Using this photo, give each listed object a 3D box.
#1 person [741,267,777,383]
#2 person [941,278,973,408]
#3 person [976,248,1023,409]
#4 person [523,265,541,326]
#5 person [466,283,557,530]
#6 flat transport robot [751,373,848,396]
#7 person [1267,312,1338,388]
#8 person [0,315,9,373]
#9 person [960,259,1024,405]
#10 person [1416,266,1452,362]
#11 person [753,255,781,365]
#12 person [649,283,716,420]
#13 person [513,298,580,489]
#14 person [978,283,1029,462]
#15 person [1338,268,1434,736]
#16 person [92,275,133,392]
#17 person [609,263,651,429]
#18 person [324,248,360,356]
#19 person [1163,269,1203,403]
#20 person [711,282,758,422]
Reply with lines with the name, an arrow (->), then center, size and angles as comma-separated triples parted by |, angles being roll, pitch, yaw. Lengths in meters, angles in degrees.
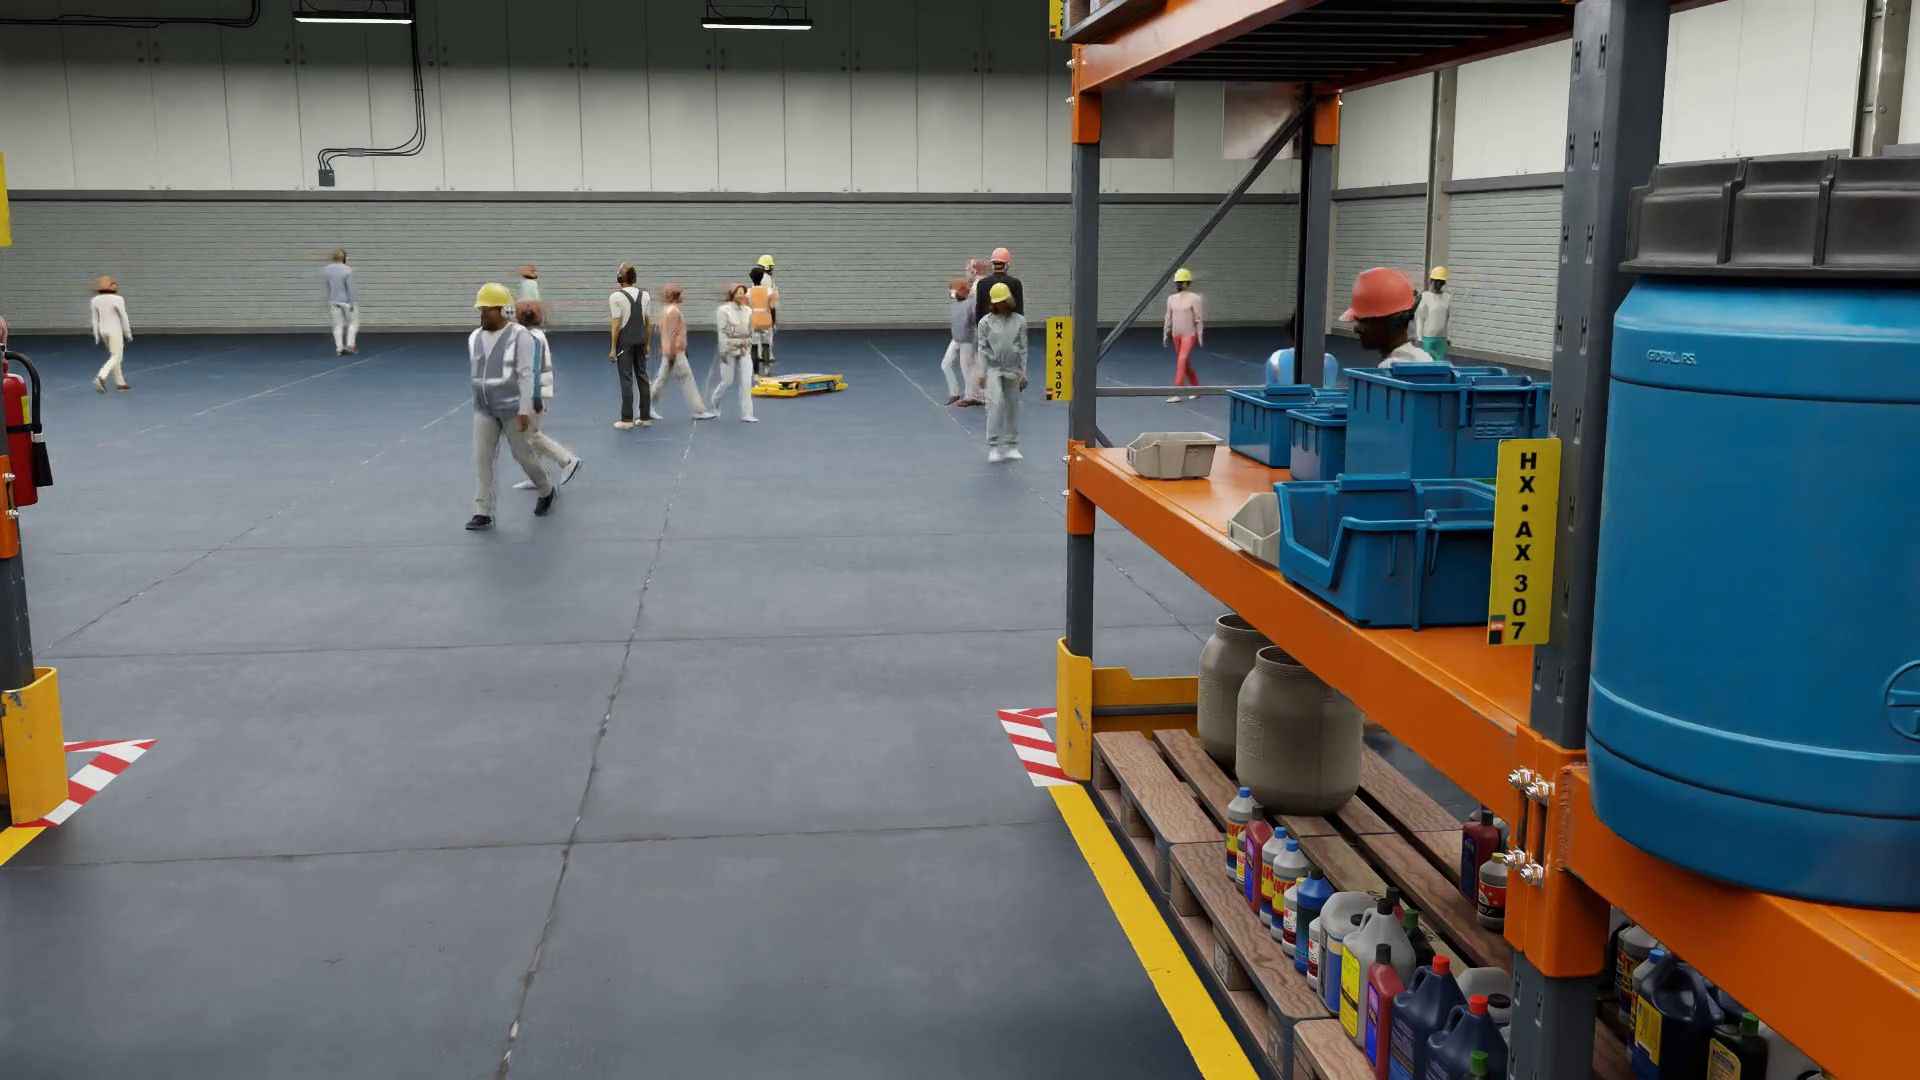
person -> -2.975, -3.159, 24.441 | 0.552, 1.682, 0.436 | -3, 11, -15
person -> -0.022, -2.447, 20.736 | 0.487, 1.611, 0.498 | -6, 12, -29
person -> 0.498, -2.598, 20.534 | 0.612, 1.996, 0.387 | 4, 11, 21
person -> -7.918, -4.247, 30.595 | 0.652, 1.613, 0.507 | -7, 12, -32
person -> -3.370, -1.006, 12.356 | 0.590, 1.807, 0.862 | 3, 11, 18
flat transport robot -> -2.196, -2.134, 22.728 | 0.652, 0.197, 1.431 | 6, 12, 30
person -> 2.262, -0.719, 11.086 | 0.539, 1.685, 0.416 | 8, 13, 37
person -> -7.247, -1.015, 12.124 | 0.406, 1.902, 0.636 | 4, 11, 22
person -> 0.402, -2.622, 21.058 | 0.714, 1.869, 0.654 | 4, 11, 19
person -> 5.959, -2.545, 20.885 | 0.533, 1.764, 0.322 | -5, 11, -24
person -> -3.238, -3.857, 27.882 | 0.403, 1.834, 0.586 | -6, 12, -29
person -> -3.334, -2.190, 19.399 | 0.858, 1.598, 0.520 | -3, 11, -16
person -> -3.531, -1.220, 14.007 | 0.475, 1.624, 0.519 | -2, 11, -11
person -> 0.409, -1.583, 15.794 | 0.497, 1.694, 0.628 | -3, 11, -17
person -> 1.856, -0.134, 7.013 | 0.777, 1.992, 0.719 | 5, 11, 25
person -> -11.724, -2.834, 22.893 | 0.499, 1.605, 0.733 | 3, 11, 17
person -> -3.671, -2.150, 18.499 | 0.346, 1.846, 0.506 | 10, 14, 44
person -> -11.081, -4.266, 29.890 | 0.637, 1.925, 0.484 | 3, 11, 17
person -> 2.945, -2.669, 21.674 | 0.537, 1.732, 0.877 | 10, 14, 44
person -> -2.635, -2.177, 19.271 | 0.514, 1.614, 0.656 | -8, 13, -38
